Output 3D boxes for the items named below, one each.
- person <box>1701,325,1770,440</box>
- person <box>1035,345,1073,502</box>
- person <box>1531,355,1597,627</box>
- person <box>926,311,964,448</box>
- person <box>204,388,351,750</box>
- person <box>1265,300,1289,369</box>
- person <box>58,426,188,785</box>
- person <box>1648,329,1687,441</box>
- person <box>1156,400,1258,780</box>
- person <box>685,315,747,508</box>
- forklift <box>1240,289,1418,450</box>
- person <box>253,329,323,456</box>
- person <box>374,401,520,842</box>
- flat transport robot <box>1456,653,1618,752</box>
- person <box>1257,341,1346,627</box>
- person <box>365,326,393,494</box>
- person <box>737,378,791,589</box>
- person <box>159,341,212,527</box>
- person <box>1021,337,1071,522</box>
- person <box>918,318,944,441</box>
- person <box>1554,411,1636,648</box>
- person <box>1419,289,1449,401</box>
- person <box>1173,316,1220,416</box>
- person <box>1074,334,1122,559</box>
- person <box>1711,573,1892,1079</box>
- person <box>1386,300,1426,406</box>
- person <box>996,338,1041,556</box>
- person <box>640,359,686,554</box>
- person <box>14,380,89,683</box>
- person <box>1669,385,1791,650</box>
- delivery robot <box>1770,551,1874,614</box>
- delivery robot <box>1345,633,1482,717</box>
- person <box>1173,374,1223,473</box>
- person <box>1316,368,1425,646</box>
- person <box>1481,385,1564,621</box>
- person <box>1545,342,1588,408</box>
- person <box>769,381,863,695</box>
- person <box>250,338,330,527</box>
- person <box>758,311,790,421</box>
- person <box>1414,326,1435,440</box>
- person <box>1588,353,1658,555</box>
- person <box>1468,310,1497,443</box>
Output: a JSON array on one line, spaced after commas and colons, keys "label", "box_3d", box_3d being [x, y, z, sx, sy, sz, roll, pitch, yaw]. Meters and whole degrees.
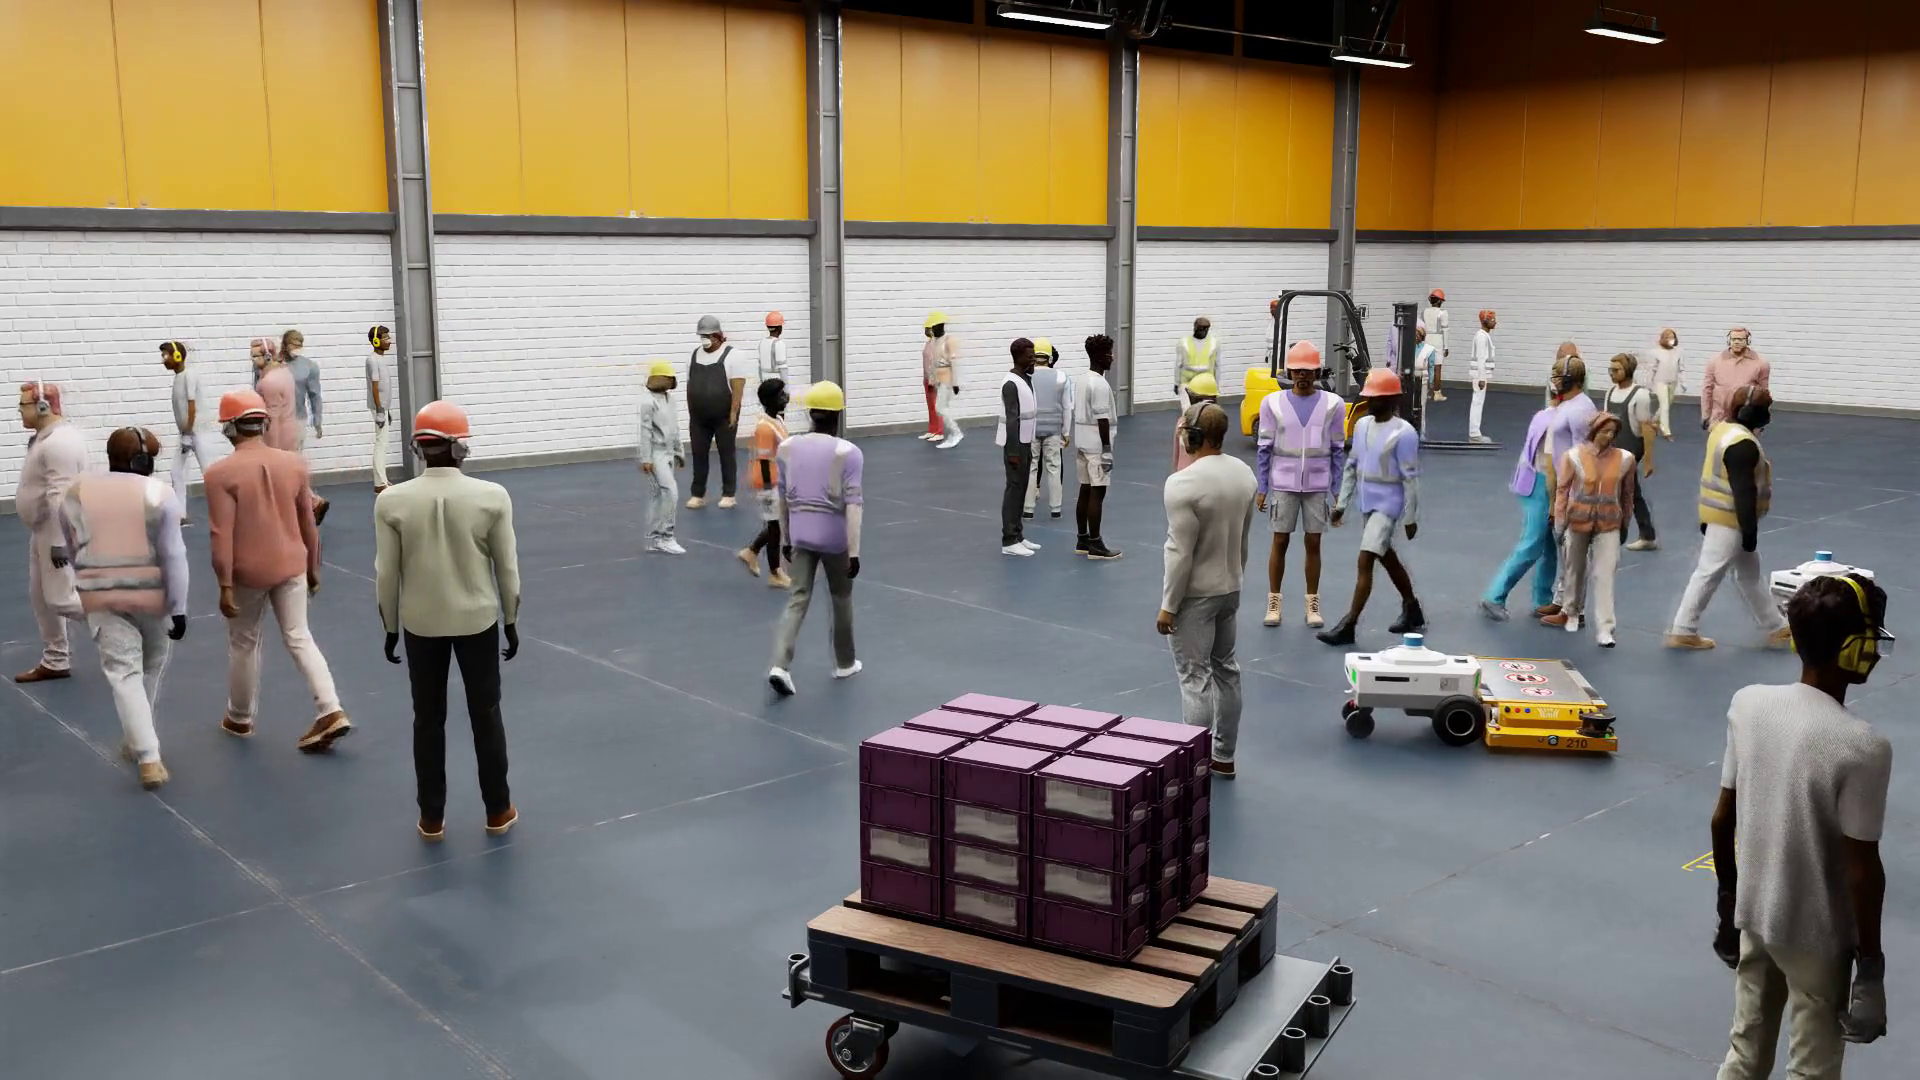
[{"label": "person", "box_3d": [8.236, -1.329, 17.713, 0.651, 1.906, 0.403, 5, 11, 27]}, {"label": "person", "box_3d": [0.938, -1.248, 17.849, 0.531, 1.698, 0.320, 4, 10, 22]}, {"label": "person", "box_3d": [4.337, -0.343, 11.854, 0.362, 1.935, 0.631, 2, 10, 11]}, {"label": "person", "box_3d": [-0.243, -2.194, 22.813, 0.452, 1.893, 0.587, -4, 11, -23]}, {"label": "person", "box_3d": [-3.678, 0.161, 8.928, 0.988, 1.947, 0.640, 8, 13, 39]}, {"label": "person", "box_3d": [5.456, -3.206, 28.765, 0.355, 1.885, 0.575, -4, 10, -21]}, {"label": "person", "box_3d": [-4.208, 0.323, 8.426, 0.595, 1.781, 0.884, -3, 10, -19]}, {"label": "person", "box_3d": [10.170, -2.252, 24.012, 0.500, 1.602, 0.811, -1, 10, -8]}, {"label": "person", "box_3d": [1.199, 0.275, 8.228, 0.372, 1.940, 0.631, 9, 13, 43]}, {"label": "person", "box_3d": [-2.590, -1.349, 17.436, 0.700, 2.000, 0.537, 3, 10, 16]}, {"label": "forklift", "box_3d": [5.034, -2.339, 22.783, 2.313, 2.155, 1.214, 3, 10, 16]}, {"label": "person", "box_3d": [-6.909, -1.219, 17.106, 0.673, 1.896, 0.482, -5, 11, -27]}, {"label": "person", "box_3d": [-2.305, 0.367, 7.531, 0.614, 1.990, 0.392, -2, 10, -13]}, {"label": "flat transport robot", "box_3d": [3.237, 0.898, 9.453, 0.652, 0.197, 1.431, 2, 10, 9]}, {"label": "person", "box_3d": [2.415, -0.386, 11.797, 0.616, 2.040, 0.382, 1, 10, 7]}, {"label": "person", "box_3d": [-6.412, -1.443, 18.488, 0.325, 1.871, 0.524, -2, 10, -13]}, {"label": "person", "box_3d": [-1.511, -0.445, 13.161, 0.452, 1.685, 0.548, 1, 10, 4]}, {"label": "person", "box_3d": [-7.470, -1.048, 16.315, 0.543, 1.824, 0.892, 9, 13, 42]}, {"label": "person", "box_3d": [0.804, -1.094, 16.550, 0.601, 1.830, 0.404, -1, 10, -4]}, {"label": "person", "box_3d": [-0.400, -2.301, 23.805, 0.299, 1.772, 0.525, -4, 11, -23]}, {"label": "person", "box_3d": [4.331, -0.088, 11.395, 0.523, 1.586, 0.895, 2, 10, 13]}, {"label": "person", "box_3d": [8.639, -3.540, 30.281, 0.383, 2.036, 0.605, -9, 13, -42]}, {"label": "person", "box_3d": [3.253, -2.170, 22.895, 0.653, 1.820, 0.533, 1, 10, 3]}, {"label": "person", "box_3d": [1.192, -0.817, 14.541, 0.367, 1.966, 0.604, -3, 10, -16]}, {"label": "person", "box_3d": [2.111, 1.006, 4.183, 0.310, 1.858, 0.533, -3, 10, -17]}, {"label": "person", "box_3d": [7.285, -2.967, 27.294, 0.641, 1.913, 0.408, 8, 12, 39]}, {"label": "person", "box_3d": [0.516, -0.830, 14.757, 0.378, 1.917, 0.597, 2, 10, 13]}, {"label": "person", "box_3d": [-2.564, -0.737, 14.741, 0.592, 1.723, 0.507, 3, 10, 19]}, {"label": "person", "box_3d": [-5.527, -0.051, 10.301, 0.645, 1.881, 0.647, -7, 12, -36]}, {"label": "person", "box_3d": [5.228, -0.125, 11.015, 0.955, 1.786, 0.634, 3, 10, 15]}, {"label": "delivery robot", "box_3d": [6.073, 0.321, 11.729, 0.707, 0.478, 0.477, -4, 11, -22]}, {"label": "delivery robot", "box_3d": [2.487, 0.759, 9.168, 0.707, 0.478, 0.477, 1, 10, 8]}, {"label": "person", "box_3d": [1.789, -0.360, 12.460, 0.330, 1.765, 0.533, -4, 10, -20]}, {"label": "person", "box_3d": [2.891, -0.237, 11.418, 1.011, 1.891, 0.546, -4, 11, -23]}, {"label": "person", "box_3d": [4.169, -0.315, 12.092, 0.678, 1.825, 0.594, 2, 10, 11]}, {"label": "person", "box_3d": [7.410, -1.623, 20.362, 0.503, 1.591, 0.852, 3, 10, 14]}, {"label": "person", "box_3d": [-0.875, -0.018, 10.091, 0.595, 1.894, 0.933, 4, 10, 21]}, {"label": "person", "box_3d": [-6.322, -0.949, 15.551, 0.570, 1.884, 0.674, -2, 10, -9]}, {"label": "person", "box_3d": [-2.346, -1.945, 21.210, 0.340, 1.941, 0.551, -8, 13, -39]}, {"label": "person", "box_3d": [6.547, -2.253, 23.905, 0.513, 1.639, 0.311, 3, 10, 16]}, {"label": "person", "box_3d": [5.843, -0.759, 14.732, 0.985, 1.789, 0.527, -2, 10, -11]}, {"label": "person", "box_3d": [7.381, -2.307, 23.511, 0.357, 1.881, 0.574, 3, 10, 18]}]
